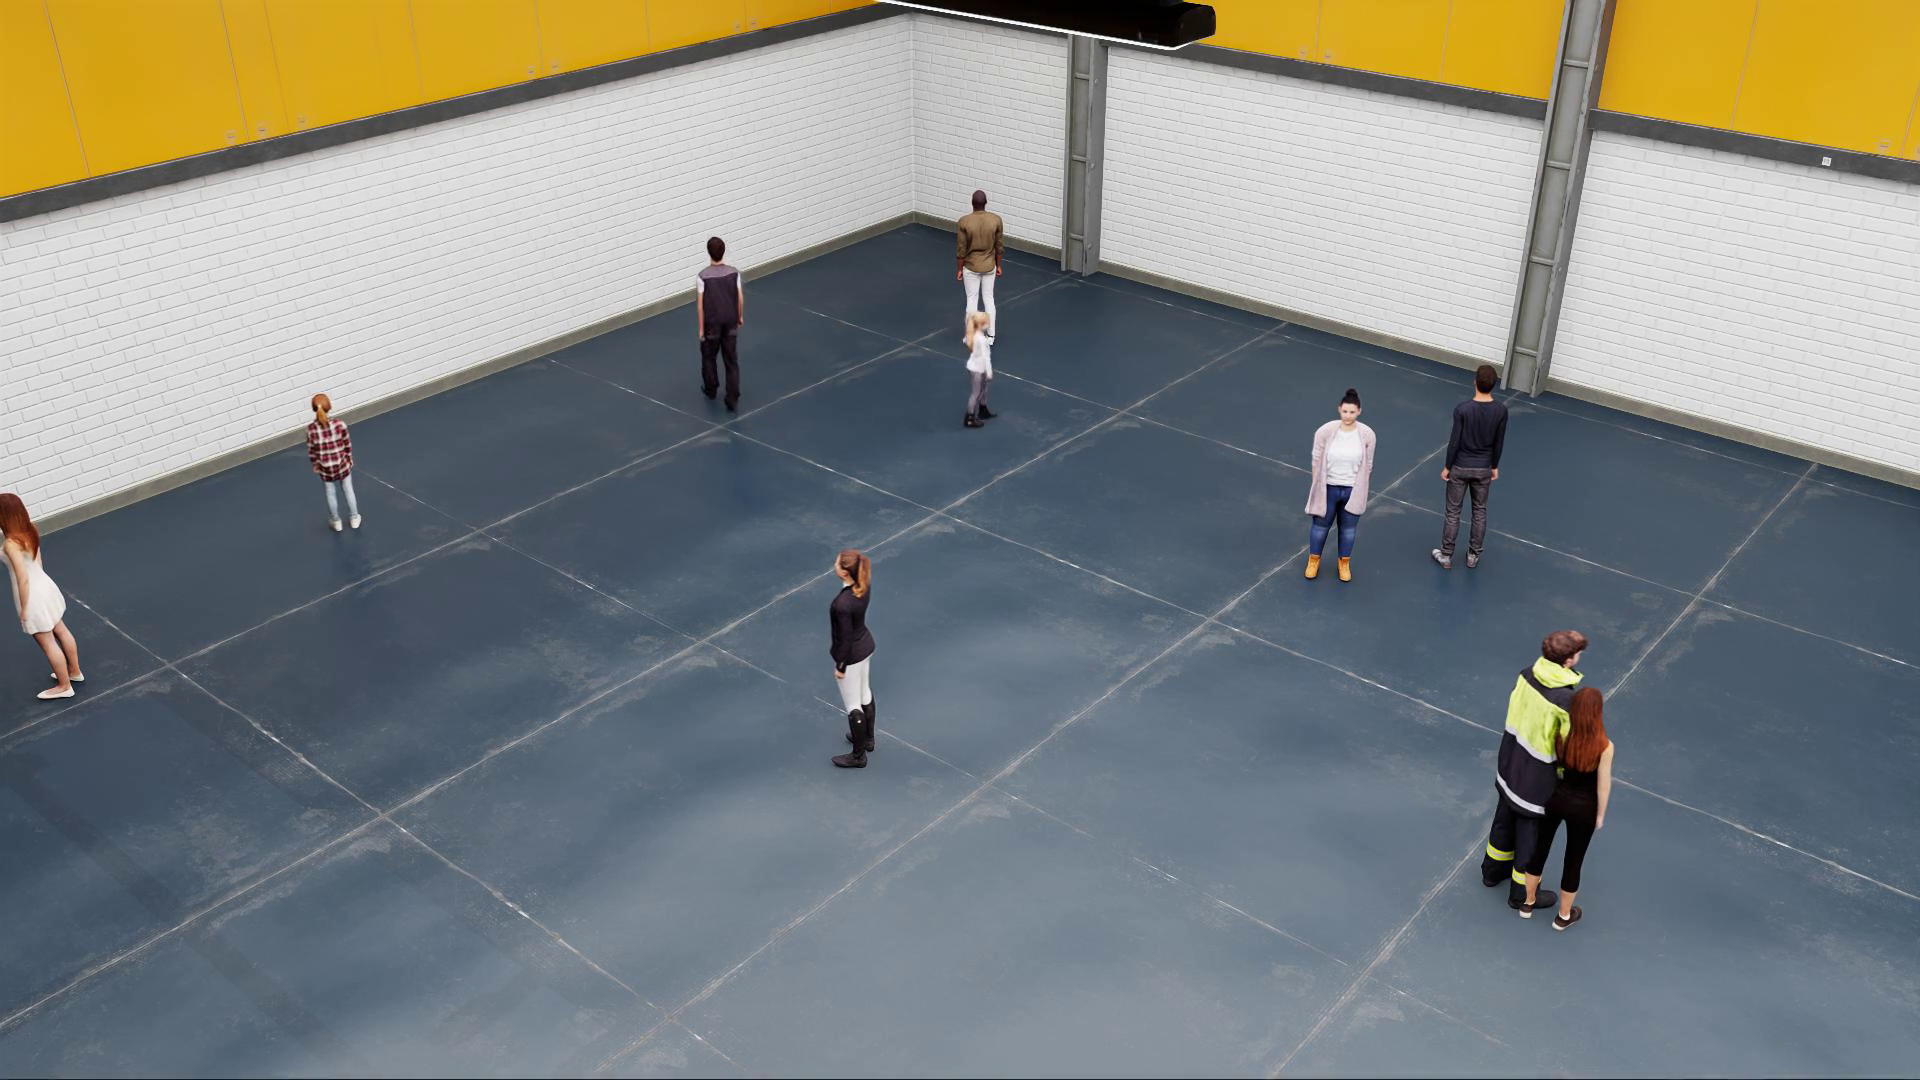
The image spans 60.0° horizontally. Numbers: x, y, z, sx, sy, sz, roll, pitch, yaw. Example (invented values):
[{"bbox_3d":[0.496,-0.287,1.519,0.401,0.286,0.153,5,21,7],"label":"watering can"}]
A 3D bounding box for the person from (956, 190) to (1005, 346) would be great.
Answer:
[{"bbox_3d":[0.225,-3.083,18.880,0.802,1.825,0.814,-7,29,-12],"label":"person"}]

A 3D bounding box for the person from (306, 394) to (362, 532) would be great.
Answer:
[{"bbox_3d":[-5.674,-0.703,15.063,0.593,1.302,0.615,-10,30,-17],"label":"person"}]

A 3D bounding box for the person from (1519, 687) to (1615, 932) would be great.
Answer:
[{"bbox_3d":[3.761,1.650,10.306,0.453,1.726,0.631,20,34,32],"label":"person"}]

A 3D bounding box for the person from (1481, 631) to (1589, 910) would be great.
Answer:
[{"bbox_3d":[3.627,1.419,10.462,0.928,1.983,0.795,-10,30,-17],"label":"person"}]

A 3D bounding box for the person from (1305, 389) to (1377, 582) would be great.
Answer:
[{"bbox_3d":[3.239,-0.475,14.184,0.749,1.743,0.853,4,29,8],"label":"person"}]

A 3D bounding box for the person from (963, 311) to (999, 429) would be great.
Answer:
[{"bbox_3d":[0.117,-1.730,16.982,0.717,1.267,0.669,-7,29,-12],"label":"person"}]

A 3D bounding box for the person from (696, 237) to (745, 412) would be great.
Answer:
[{"bbox_3d":[-2.461,-2.206,17.269,0.918,1.827,1.039,-13,31,-22],"label":"person"}]

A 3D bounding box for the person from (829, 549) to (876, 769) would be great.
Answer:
[{"bbox_3d":[-0.763,0.833,11.800,0.649,1.729,0.644,9,30,16],"label":"person"}]

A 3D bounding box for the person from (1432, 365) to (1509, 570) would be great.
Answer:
[{"bbox_3d":[4.405,-0.621,14.319,0.702,1.870,0.777,-1,29,-1],"label":"person"}]

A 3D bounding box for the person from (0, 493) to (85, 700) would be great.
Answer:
[{"bbox_3d":[-6.997,0.410,12.595,0.705,1.711,0.645,-2,29,-4],"label":"person"}]
